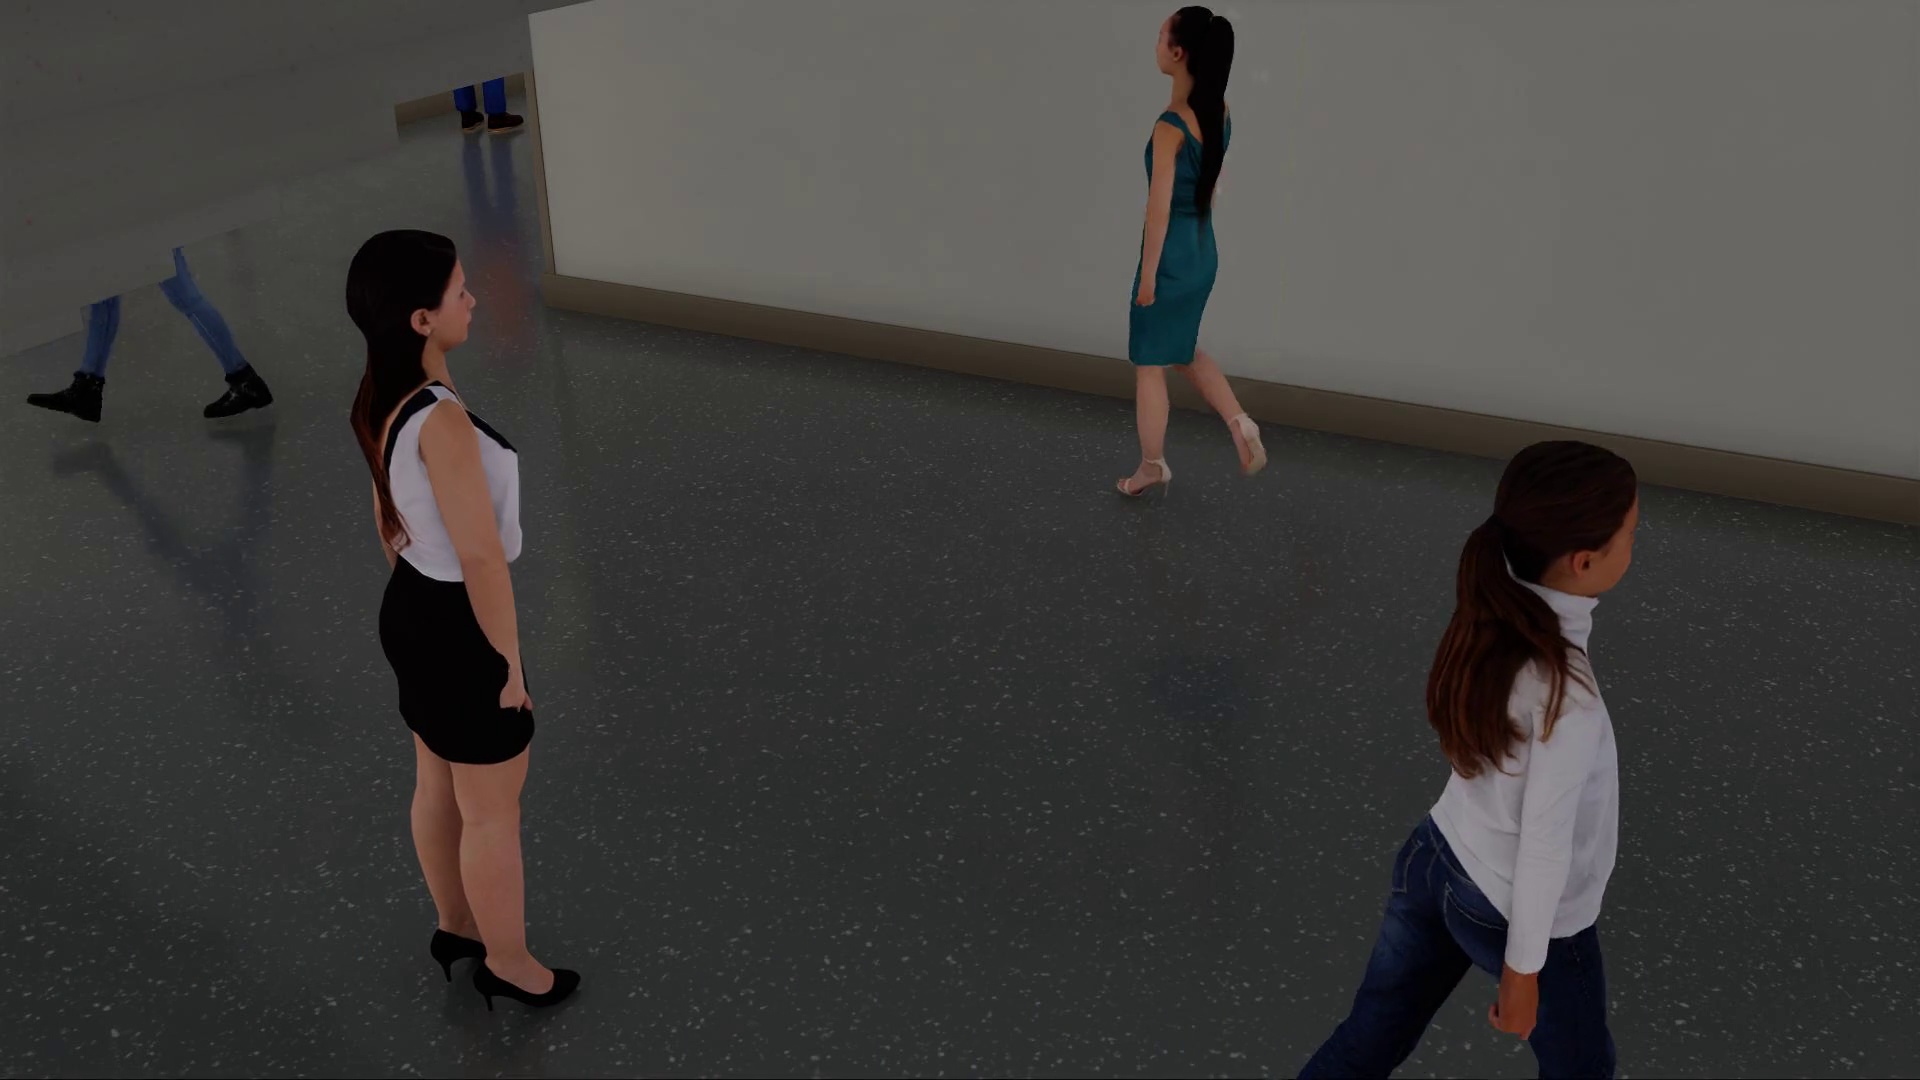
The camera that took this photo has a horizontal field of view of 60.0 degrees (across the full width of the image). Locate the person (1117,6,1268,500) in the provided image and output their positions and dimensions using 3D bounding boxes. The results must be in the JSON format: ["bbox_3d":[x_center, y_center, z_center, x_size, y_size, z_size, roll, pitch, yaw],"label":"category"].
[{"bbox_3d":[0.780,-0.870,5.461,0.831,1.674,0.662,18,31,33],"label":"person"}]

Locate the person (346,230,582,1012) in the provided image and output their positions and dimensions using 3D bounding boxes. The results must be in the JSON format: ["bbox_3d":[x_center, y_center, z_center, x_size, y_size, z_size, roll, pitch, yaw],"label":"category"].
[{"bbox_3d":[-0.989,0.201,3.268,0.681,1.648,0.568,-21,33,-36],"label":"person"}]

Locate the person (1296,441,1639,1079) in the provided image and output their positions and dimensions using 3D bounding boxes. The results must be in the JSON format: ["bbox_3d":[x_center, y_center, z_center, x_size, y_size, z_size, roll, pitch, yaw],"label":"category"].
[{"bbox_3d":[0.755,0.585,2.622,1.079,1.518,0.972,-7,27,-14],"label":"person"}]
